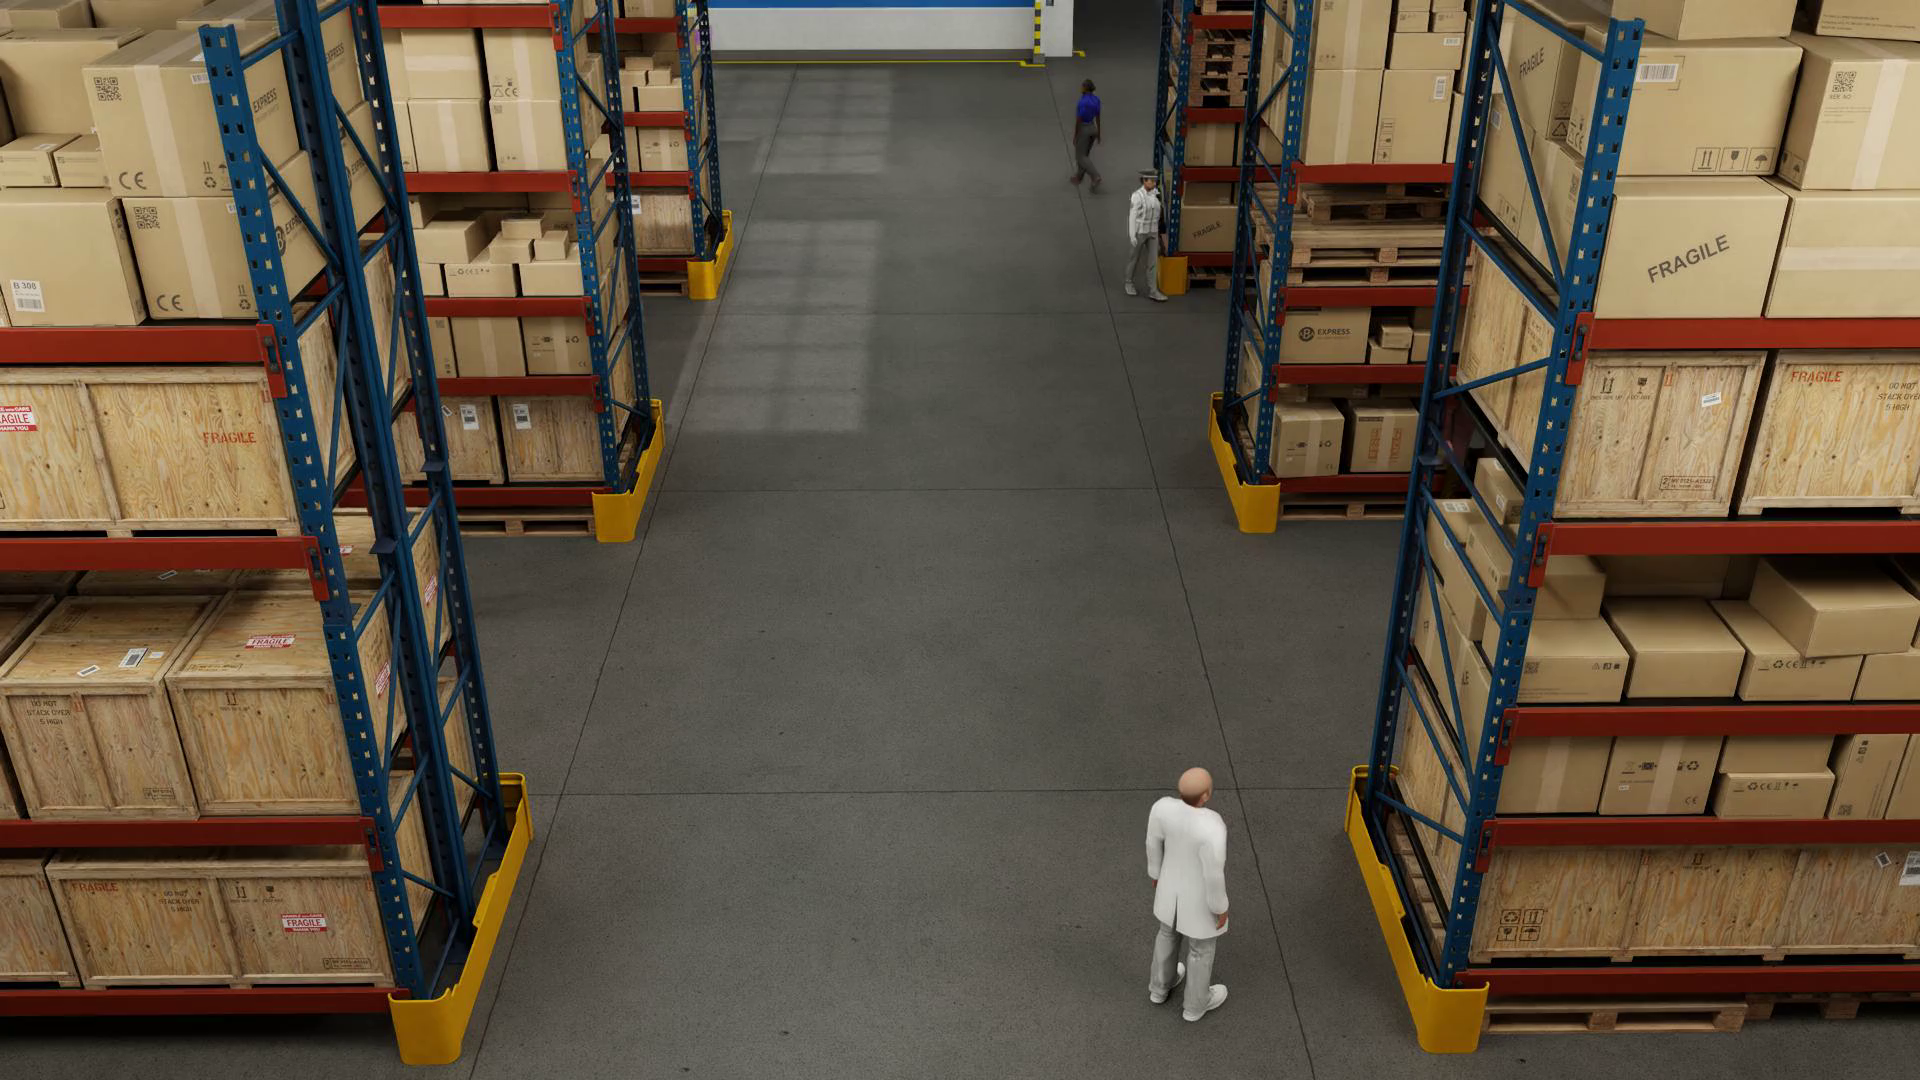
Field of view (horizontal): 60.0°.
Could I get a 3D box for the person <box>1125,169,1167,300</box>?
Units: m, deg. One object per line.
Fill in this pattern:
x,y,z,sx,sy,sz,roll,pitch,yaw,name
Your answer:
2.387,-3.912,21.267,0.477,1.669,0.654,-13,31,-23,person

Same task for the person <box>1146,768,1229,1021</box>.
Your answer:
1.411,2.082,10.015,0.575,1.780,0.405,23,36,36,person

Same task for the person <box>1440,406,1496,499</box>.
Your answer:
4.796,-0.902,15.539,0.600,1.780,0.502,0,28,0,person

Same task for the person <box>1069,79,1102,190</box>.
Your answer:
1.965,-6.283,25.706,0.475,1.642,0.841,-24,36,-37,person
